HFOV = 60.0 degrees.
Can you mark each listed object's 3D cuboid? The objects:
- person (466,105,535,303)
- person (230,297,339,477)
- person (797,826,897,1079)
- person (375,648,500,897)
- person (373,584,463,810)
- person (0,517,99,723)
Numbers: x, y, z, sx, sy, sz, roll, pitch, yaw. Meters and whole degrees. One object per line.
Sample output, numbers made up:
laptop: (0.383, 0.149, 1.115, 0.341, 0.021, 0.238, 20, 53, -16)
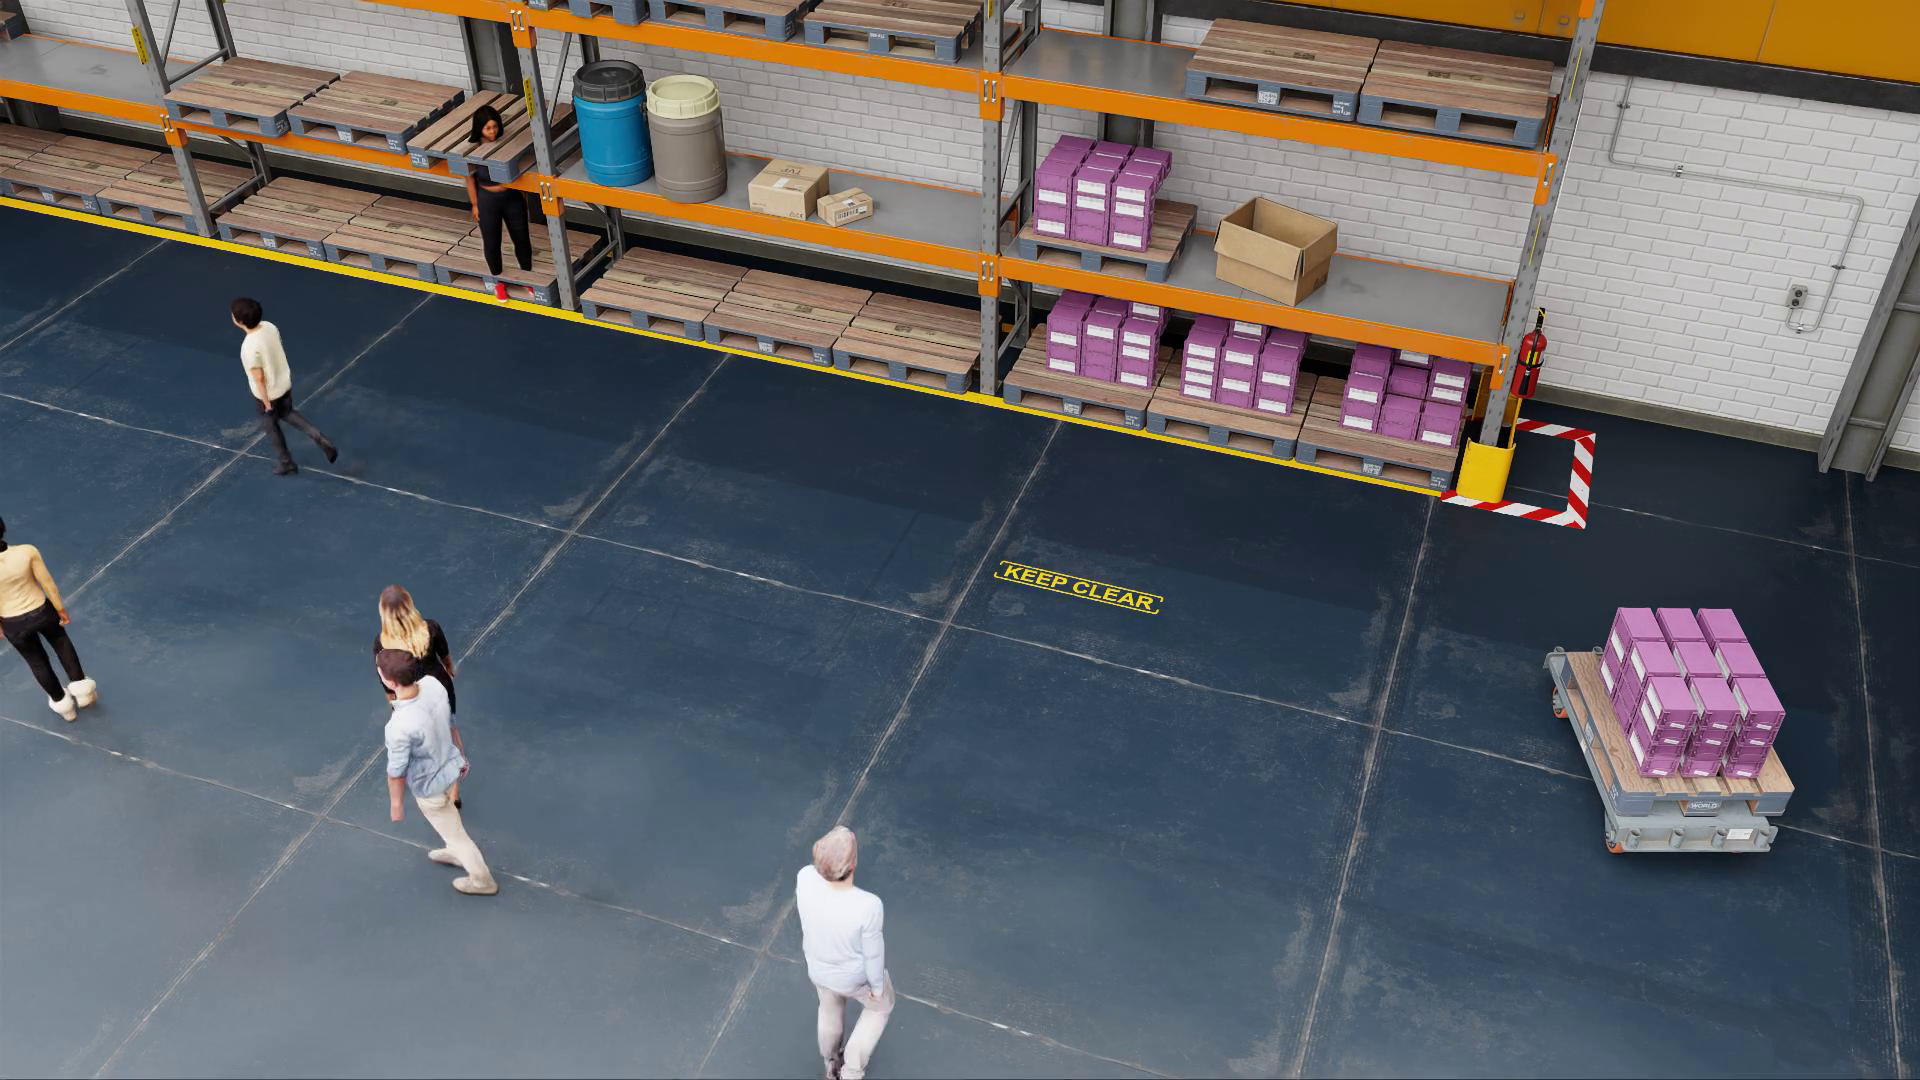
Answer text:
person: (-4.064, -2.989, 14.670, 0.768, 1.815, 0.828, -16, 41, -19)
person: (-5.115, -1.130, 12.538, 0.846, 1.572, 0.674, 6, 39, 8)
person: (-0.620, 2.165, 8.166, 0.716, 1.878, 0.765, 18, 42, 21)
person: (-2.829, 1.344, 9.232, 0.792, 1.830, 0.724, 6, 39, 7)
person: (-3.141, 0.997, 9.817, 0.940, 1.644, 0.973, -14, 41, -16)
person: (-5.808, 0.523, 10.407, 0.713, 1.649, 0.758, -29, 47, -31)
